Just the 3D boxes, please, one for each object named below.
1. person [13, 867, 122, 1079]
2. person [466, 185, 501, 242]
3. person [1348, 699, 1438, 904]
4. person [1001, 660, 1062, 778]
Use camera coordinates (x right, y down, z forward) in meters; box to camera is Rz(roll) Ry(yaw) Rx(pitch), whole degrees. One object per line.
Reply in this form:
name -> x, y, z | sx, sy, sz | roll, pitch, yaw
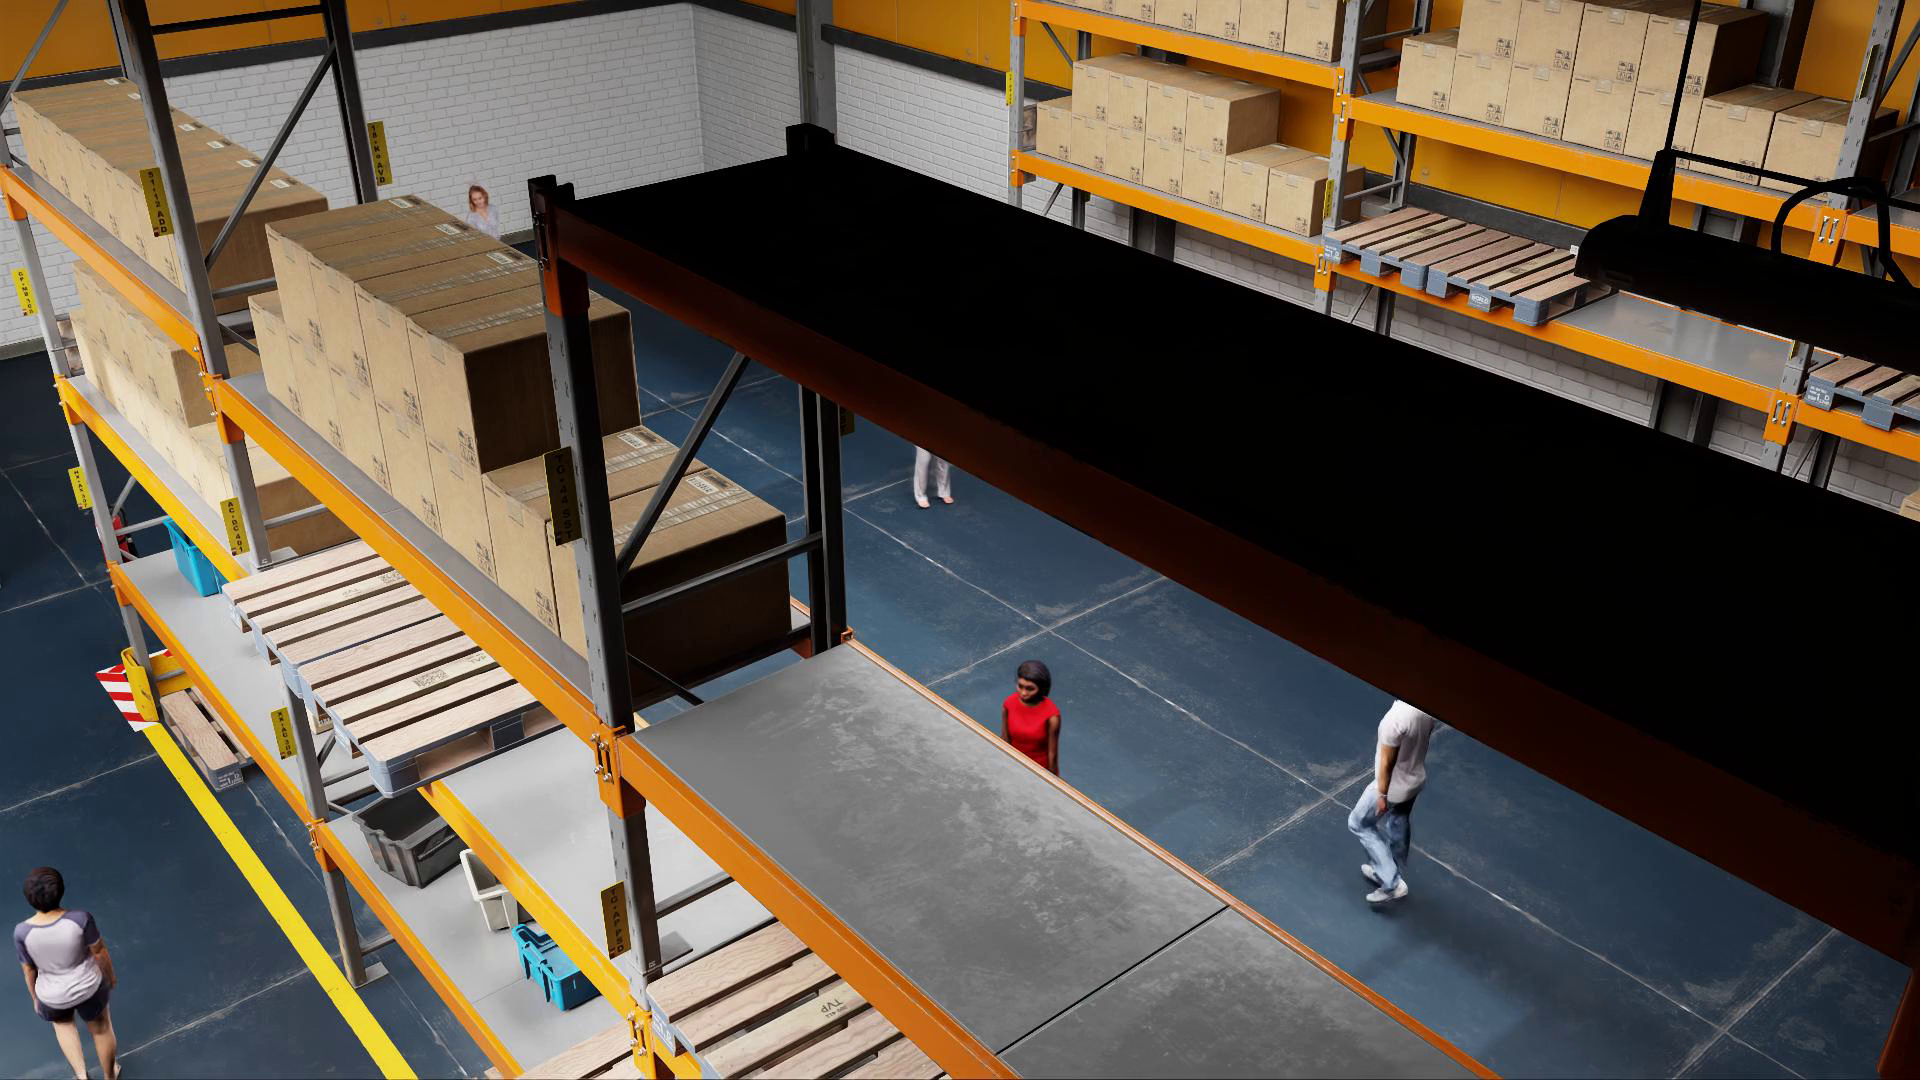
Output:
person -> -4.935, 2.505, 9.220 | 0.652, 1.551, 0.668 | -11, 31, -20
person -> -5.637, -3.401, 19.837 | 0.707, 1.752, 0.595 | 23, 36, 36
person -> 2.863, 1.570, 10.625 | 0.694, 1.848, 0.723 | -20, 34, -31
person -> 0.473, 1.531, 10.809 | 0.578, 1.740, 0.691 | 12, 31, 21
